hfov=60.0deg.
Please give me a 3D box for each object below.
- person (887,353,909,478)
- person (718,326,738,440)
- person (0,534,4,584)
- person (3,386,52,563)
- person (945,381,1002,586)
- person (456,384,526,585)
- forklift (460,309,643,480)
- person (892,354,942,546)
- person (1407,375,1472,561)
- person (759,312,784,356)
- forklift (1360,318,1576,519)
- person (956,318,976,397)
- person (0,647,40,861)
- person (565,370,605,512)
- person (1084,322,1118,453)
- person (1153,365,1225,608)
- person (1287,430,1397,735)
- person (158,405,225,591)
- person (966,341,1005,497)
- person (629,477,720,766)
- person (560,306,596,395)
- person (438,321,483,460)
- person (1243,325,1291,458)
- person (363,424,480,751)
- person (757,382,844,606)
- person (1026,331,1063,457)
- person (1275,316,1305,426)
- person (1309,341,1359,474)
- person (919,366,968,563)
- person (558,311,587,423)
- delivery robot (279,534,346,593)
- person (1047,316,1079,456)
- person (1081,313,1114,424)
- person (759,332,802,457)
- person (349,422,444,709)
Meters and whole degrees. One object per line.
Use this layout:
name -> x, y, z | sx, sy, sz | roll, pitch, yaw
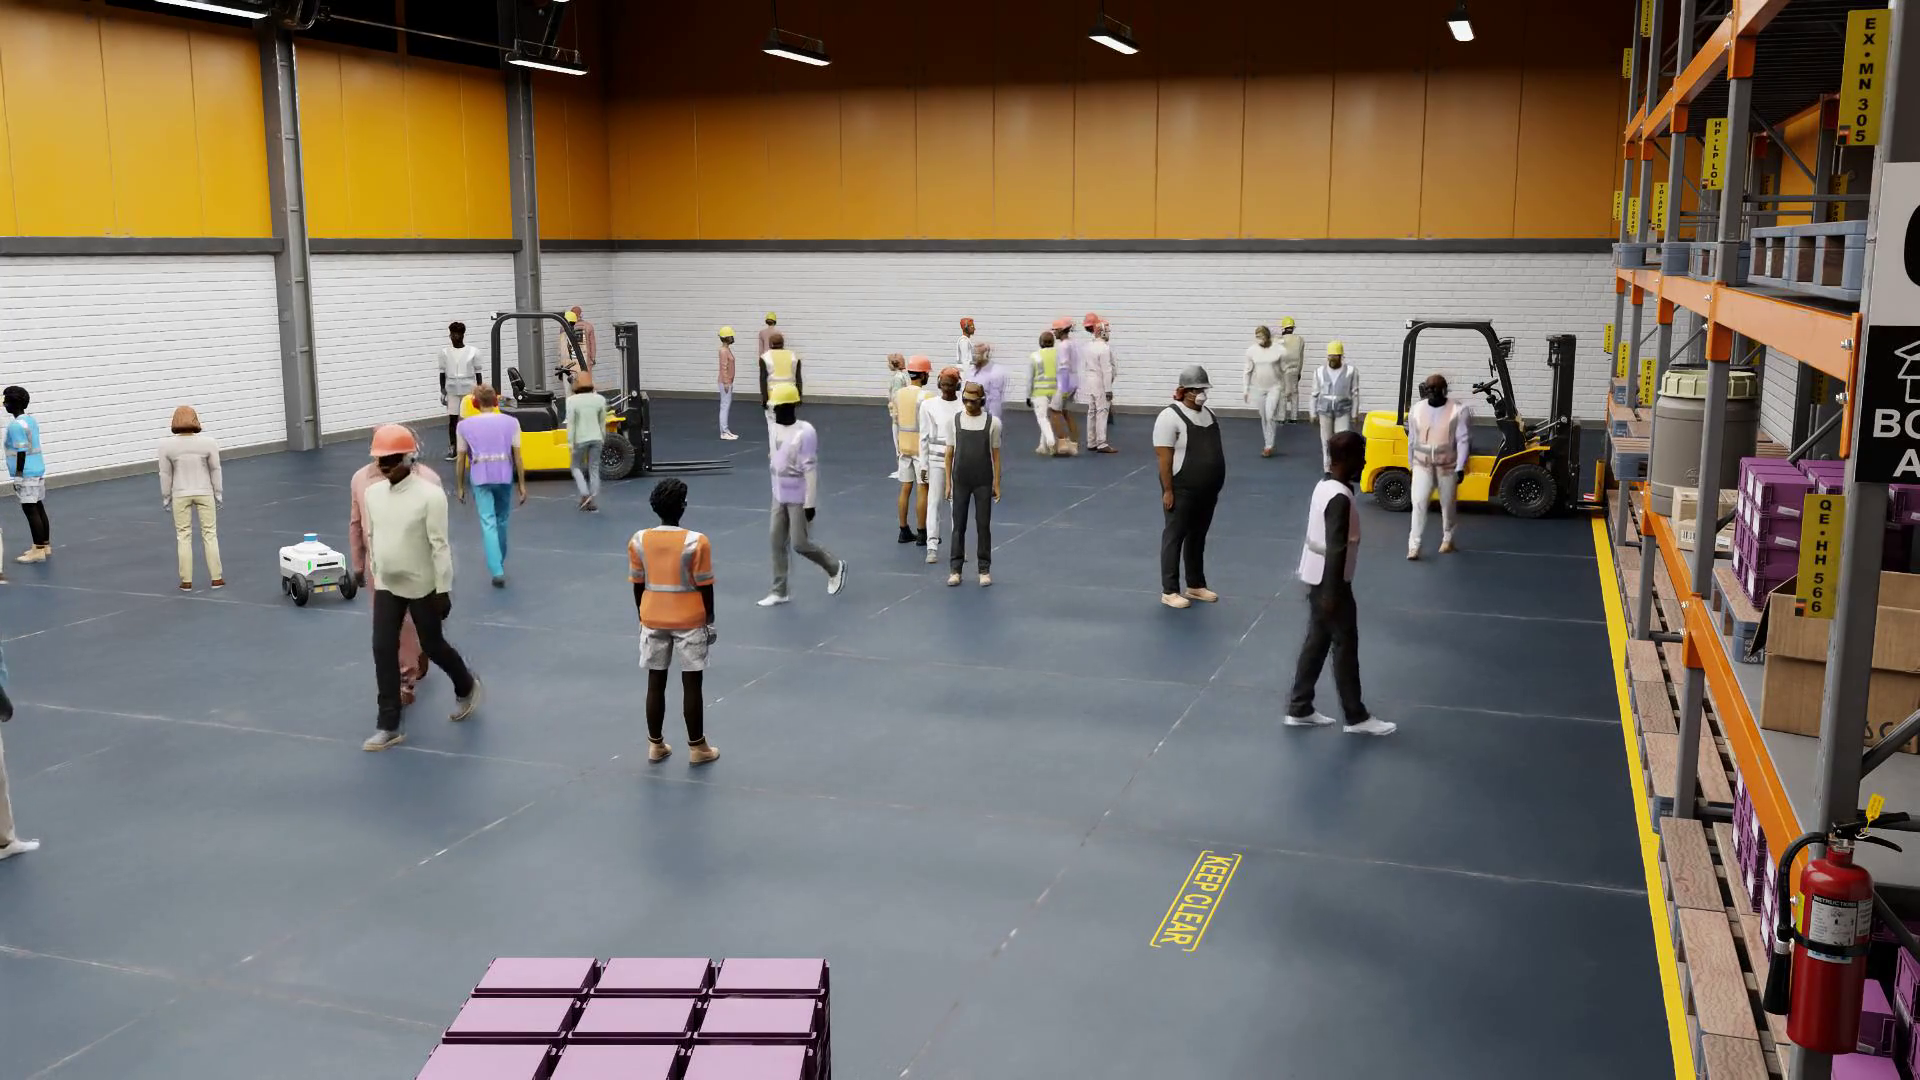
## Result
person -> -0.790, -1.619, 21.708 | 0.321, 1.631, 0.523 | 1, 10, 3
person -> -3.630, -2.449, 25.973 | 0.297, 1.772, 0.533 | 0, 10, -2
person -> -8.977, -0.529, 15.001 | 0.917, 1.820, 0.518 | 7, 12, 36
person -> -8.955, -0.630, 15.938 | 0.317, 1.695, 0.540 | -3, 10, -15
person -> 0.117, -0.499, 14.803 | 0.506, 1.838, 0.350 | 1, 10, 4
person -> -4.242, -0.512, 15.043 | 0.574, 1.786, 0.993 | -5, 11, -25
forklift -> -5.354, -1.902, 21.697 | 2.313, 2.155, 1.214 | -2, 10, -13
person -> -0.425, -0.915, 16.861 | 0.550, 1.935, 0.376 | 9, 13, 41
person -> 4.640, -0.711, 16.161 | 0.626, 1.797, 0.958 | 5, 11, 26
person -> -3.543, -3.409, 31.393 | 0.533, 1.767, 0.314 | 5, 11, 25
forklift -> 5.787, -1.437, 19.079 | 2.313, 2.155, 1.214 | 3, 11, 19
person -> 0.109, -2.578, 26.389 | 0.355, 1.882, 0.575 | -1, 10, -3
person -> -4.758, 0.830, 7.957 | 0.352, 1.620, 0.709 | 3, 11, 17
person -> -4.245, -1.113, 18.876 | 0.497, 1.618, 0.339 | -7, 12, -33
person -> 2.076, -2.233, 24.372 | 0.407, 1.910, 0.640 | -4, 11, -22
person -> 1.974, -0.460, 14.012 | 0.686, 2.000, 0.537 | -9, 14, -42
person -> 2.374, 0.264, 10.355 | 0.574, 1.911, 0.619 | 1, 10, 4
person -> -6.751, -0.367, 14.635 | 0.497, 1.633, 0.287 | -4, 11, -23
person -> 0.282, -1.447, 20.005 | 0.424, 1.895, 0.654 | -8, 13, -38
person -> -1.658, 0.479, 9.687 | 0.536, 1.699, 0.318 | 3, 10, 15
person -> -7.042, -3.357, 30.717 | 0.639, 1.904, 0.407 | -2, 10, -11
person -> -7.034, -2.097, 23.448 | 0.607, 1.963, 0.374 | -1, 10, -4
person -> 4.376, -2.115, 23.740 | 0.648, 1.887, 0.853 | 6, 12, 30
person -> -3.355, 0.250, 10.242 | 0.623, 1.963, 0.920 | 3, 11, 18
person -> -1.355, -0.394, 14.046 | 0.706, 1.907, 0.589 | -9, 14, -42
person -> 1.270, -2.091, 23.903 | 0.630, 1.808, 0.875 | -4, 11, -23
person -> 5.496, -2.838, 27.981 | 0.588, 1.835, 0.403 | -5, 11, -24
person -> 4.760, -1.626, 21.212 | 0.619, 1.812, 0.533 | 4, 11, 20
person -> -0.106, -0.721, 15.917 | 0.576, 1.886, 0.362 | -1, 10, -7
person -> -6.479, -2.845, 27.754 | 0.588, 1.930, 0.364 | 6, 12, 29
delivery robot -> -5.561, 0.189, 14.274 | 0.477, 0.478, 0.707 | -9, 13, -41
person -> 1.454, -2.195, 23.824 | 0.574, 2.020, 0.631 | 3, 11, 17
person -> 2.336, -2.885, 28.076 | 0.621, 1.889, 0.559 | 1, 10, 6
person -> -2.503, -2.029, 23.544 | 0.643, 1.809, 0.728 | -5, 11, -24
person -> -3.732, 0.137, 11.113 | 0.651, 1.883, 0.813 | 2, 10, 9
